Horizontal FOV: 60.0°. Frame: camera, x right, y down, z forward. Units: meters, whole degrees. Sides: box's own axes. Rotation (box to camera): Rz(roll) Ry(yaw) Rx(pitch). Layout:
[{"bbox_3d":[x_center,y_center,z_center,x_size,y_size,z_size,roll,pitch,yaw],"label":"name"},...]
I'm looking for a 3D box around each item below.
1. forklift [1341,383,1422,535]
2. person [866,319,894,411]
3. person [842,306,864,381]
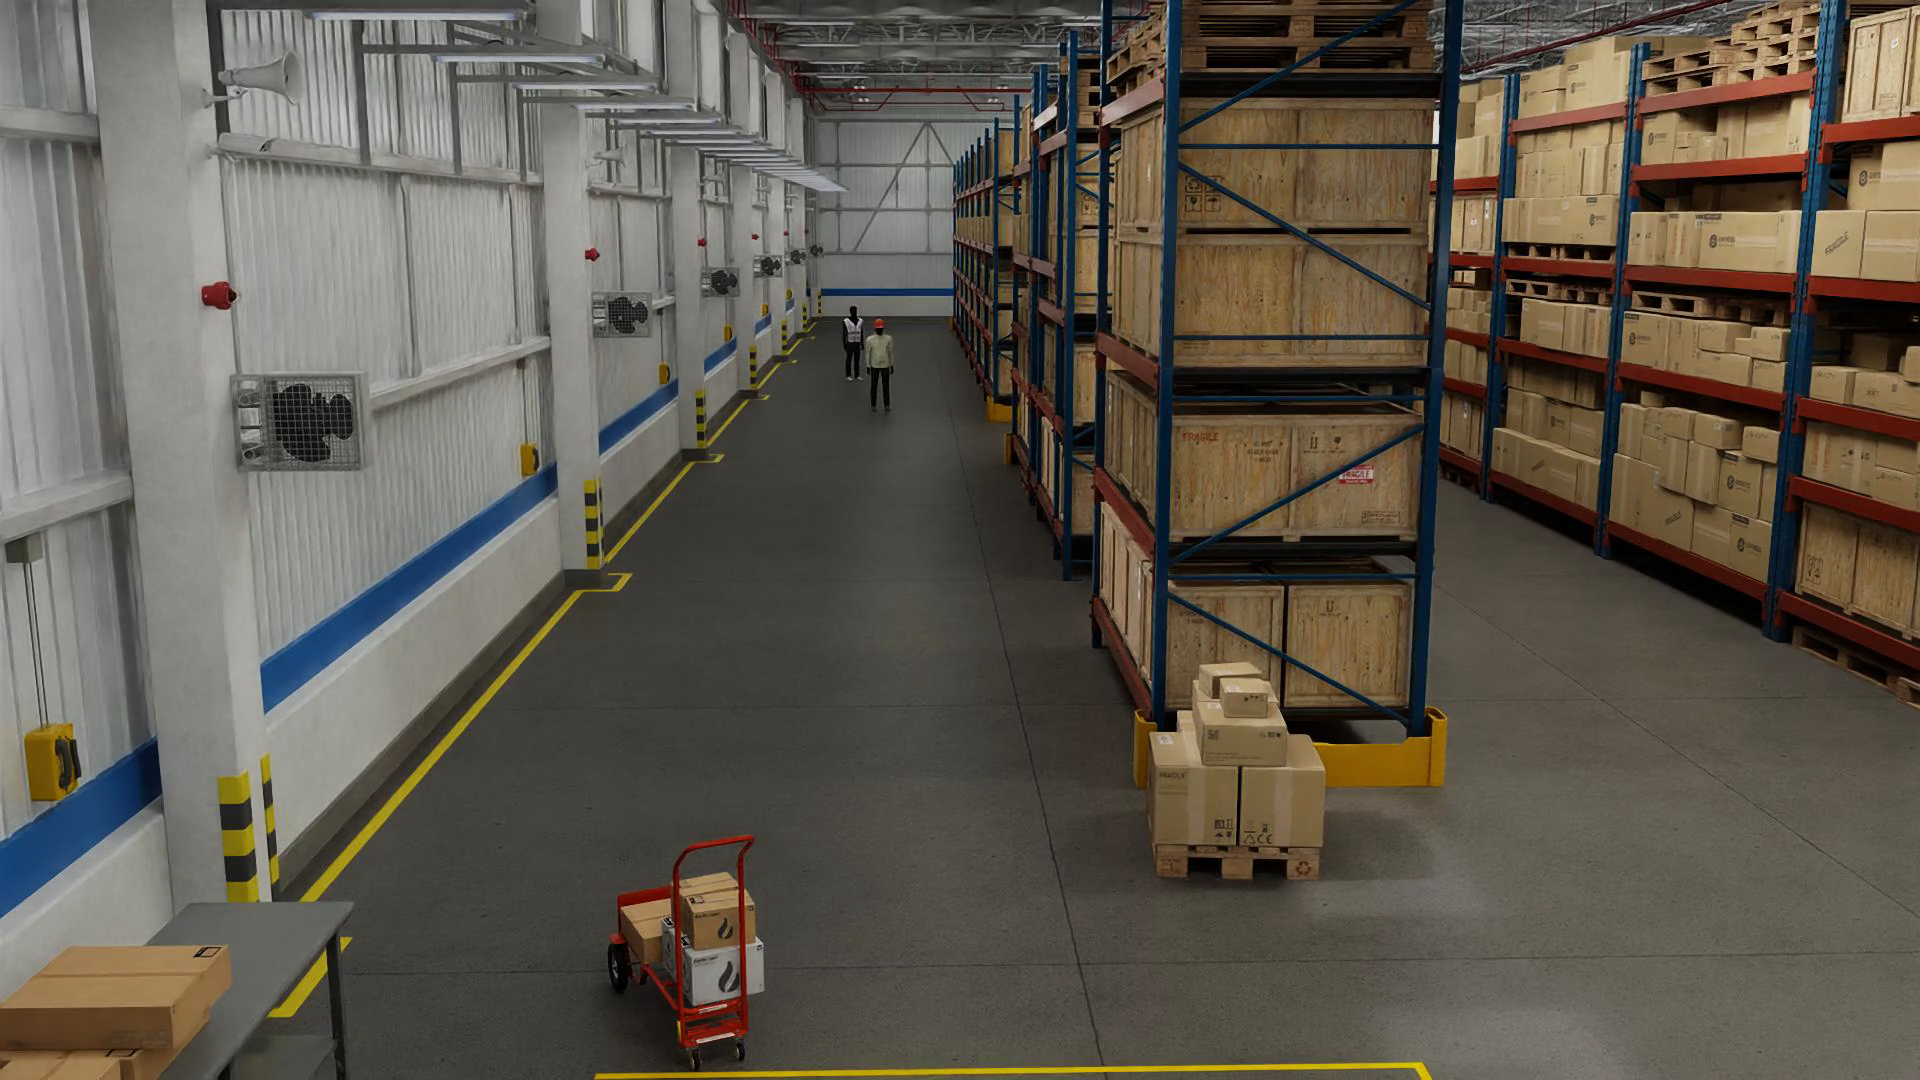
[{"bbox_3d":[5.410,-1.533,21.826,1.129,2.768,1.873,0,11,-2],"label":"forklift"},{"bbox_3d":[-1.715,-3.748,35.684,0.613,1.989,0.403,-3,11,-13],"label":"person"},{"bbox_3d":[-2.743,-5.029,42.555,0.589,1.911,0.387,-8,13,-35],"label":"person"}]
